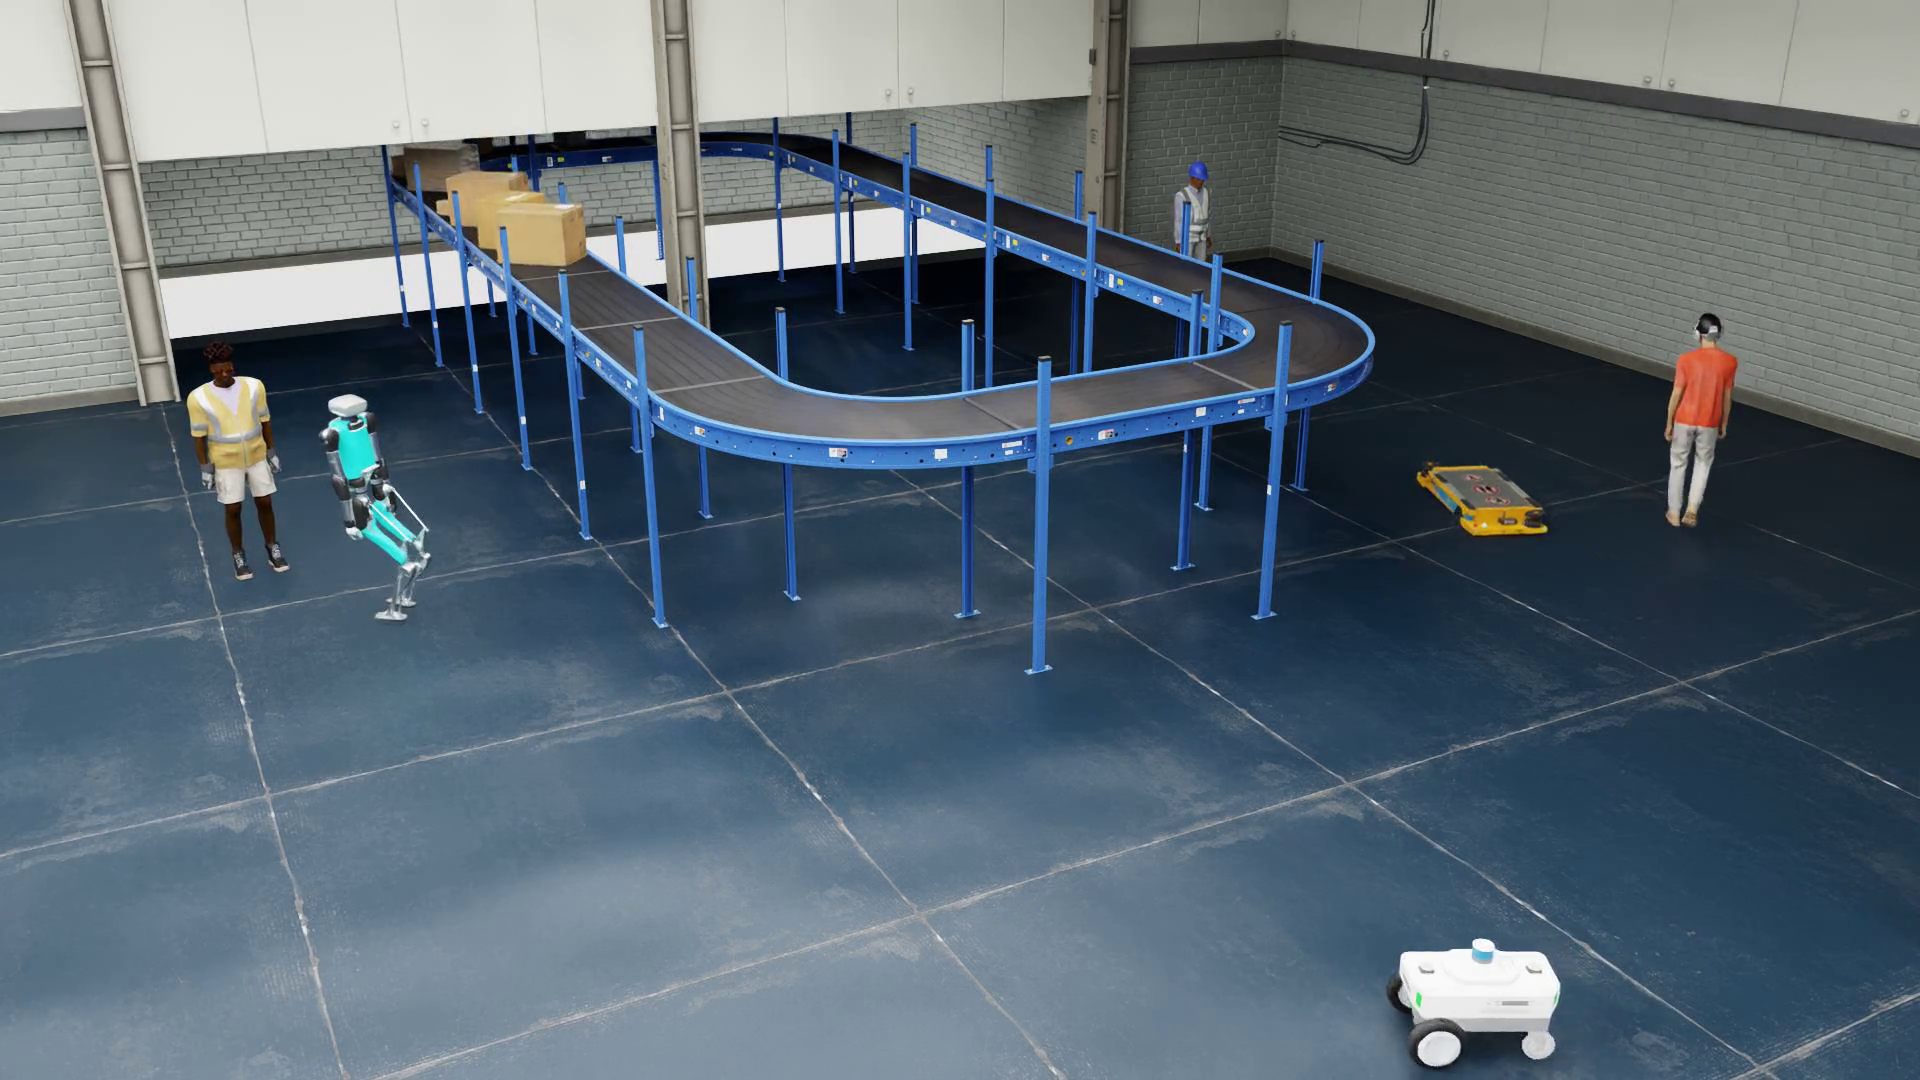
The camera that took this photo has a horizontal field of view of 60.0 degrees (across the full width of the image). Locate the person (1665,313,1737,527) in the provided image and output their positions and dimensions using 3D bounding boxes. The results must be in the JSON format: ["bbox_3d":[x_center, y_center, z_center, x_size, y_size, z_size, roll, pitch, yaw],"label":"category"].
[{"bbox_3d":[6.282,-0.981,14.151,0.517,1.892,0.603,7,23,16],"label":"person"}]

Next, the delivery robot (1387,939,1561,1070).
[{"bbox_3d":[2.479,2.202,8.039,0.765,0.585,0.499,0,22,0],"label":"delivery robot"}]

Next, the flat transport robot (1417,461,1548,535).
[{"bbox_3d":[4.631,-0.377,14.808,0.659,0.231,1.431,-2,22,-4],"label":"flat transport robot"}]

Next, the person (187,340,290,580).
[{"bbox_3d":[-5.737,-0.642,13.223,0.611,1.952,0.381,-18,28,-37],"label":"person"}]

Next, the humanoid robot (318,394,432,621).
[{"bbox_3d":[-4.258,-0.225,12.364,0.749,1.709,0.534,8,23,18],"label":"humanoid robot"}]

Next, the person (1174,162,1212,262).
[{"bbox_3d":[2.967,-3.848,21.180,0.613,1.933,0.413,-17,27,-35],"label":"person"}]
